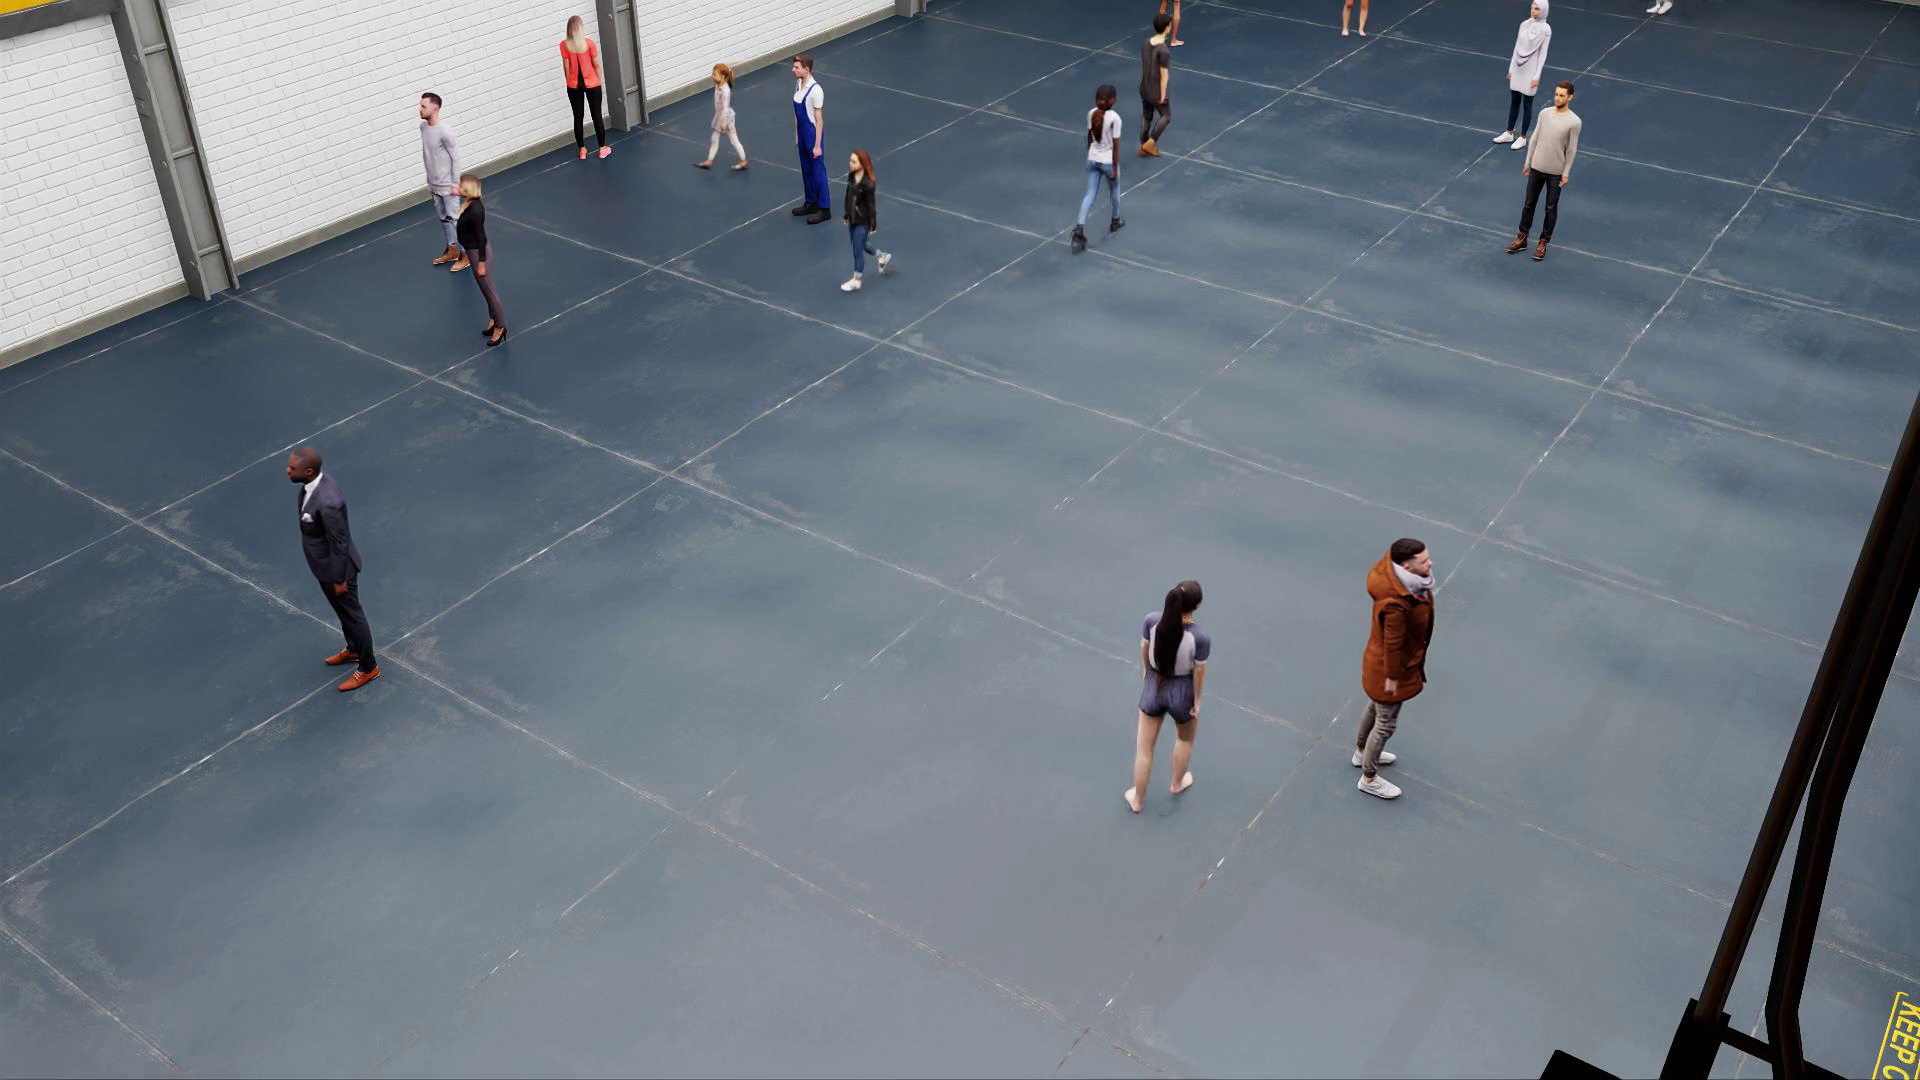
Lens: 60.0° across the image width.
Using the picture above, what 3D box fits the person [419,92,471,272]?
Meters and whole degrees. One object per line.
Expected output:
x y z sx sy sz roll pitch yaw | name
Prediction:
-5.309 -3.694 17.071 0.697 1.840 0.575 24 41 32 | person

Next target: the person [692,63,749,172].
-2.683 -4.914 19.414 0.956 1.279 0.819 -13 36 -19 | person

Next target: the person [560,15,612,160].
-4.461 -5.370 19.724 0.676 1.694 0.707 -1 34 -1 | person

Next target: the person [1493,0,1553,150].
6.829 -5.627 20.038 0.650 1.776 0.678 -20 39 -27 | person

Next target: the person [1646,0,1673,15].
10.603 -8.564 24.788 0.698 1.408 0.632 -2 34 -3 | person

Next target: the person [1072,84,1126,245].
1.451 -3.932 17.573 0.618 1.681 1.135 24 40 31 | person

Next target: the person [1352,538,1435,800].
2.679 0.768 10.360 0.892 1.839 0.796 5 34 7 | person

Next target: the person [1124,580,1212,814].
1.254 0.991 10.221 0.648 1.620 0.768 13 36 18 | person

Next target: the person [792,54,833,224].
-1.626 -4.385 18.103 0.689 1.849 0.706 -20 39 -28 | person

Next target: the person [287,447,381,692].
-4.252 0.163 11.284 0.749 1.824 0.782 -19 38 -26 | person

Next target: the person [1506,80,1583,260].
6.122 -3.863 17.300 0.659 1.868 0.584 25 41 32 | person

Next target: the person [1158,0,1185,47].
2.991 -7.876 23.461 0.672 1.732 0.555 27 42 34 | person

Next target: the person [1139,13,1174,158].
2.249 -5.349 19.687 0.700 1.700 0.706 -23 40 -30 | person

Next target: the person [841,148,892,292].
-0.950 -3.250 16.738 0.948 1.469 0.752 -22 40 -30 | person

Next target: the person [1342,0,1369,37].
5.750 -8.068 23.859 0.654 1.610 0.687 2 34 4 | person

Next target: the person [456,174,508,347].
-4.496 -2.642 15.641 0.704 1.671 0.681 -12 35 -17 | person
